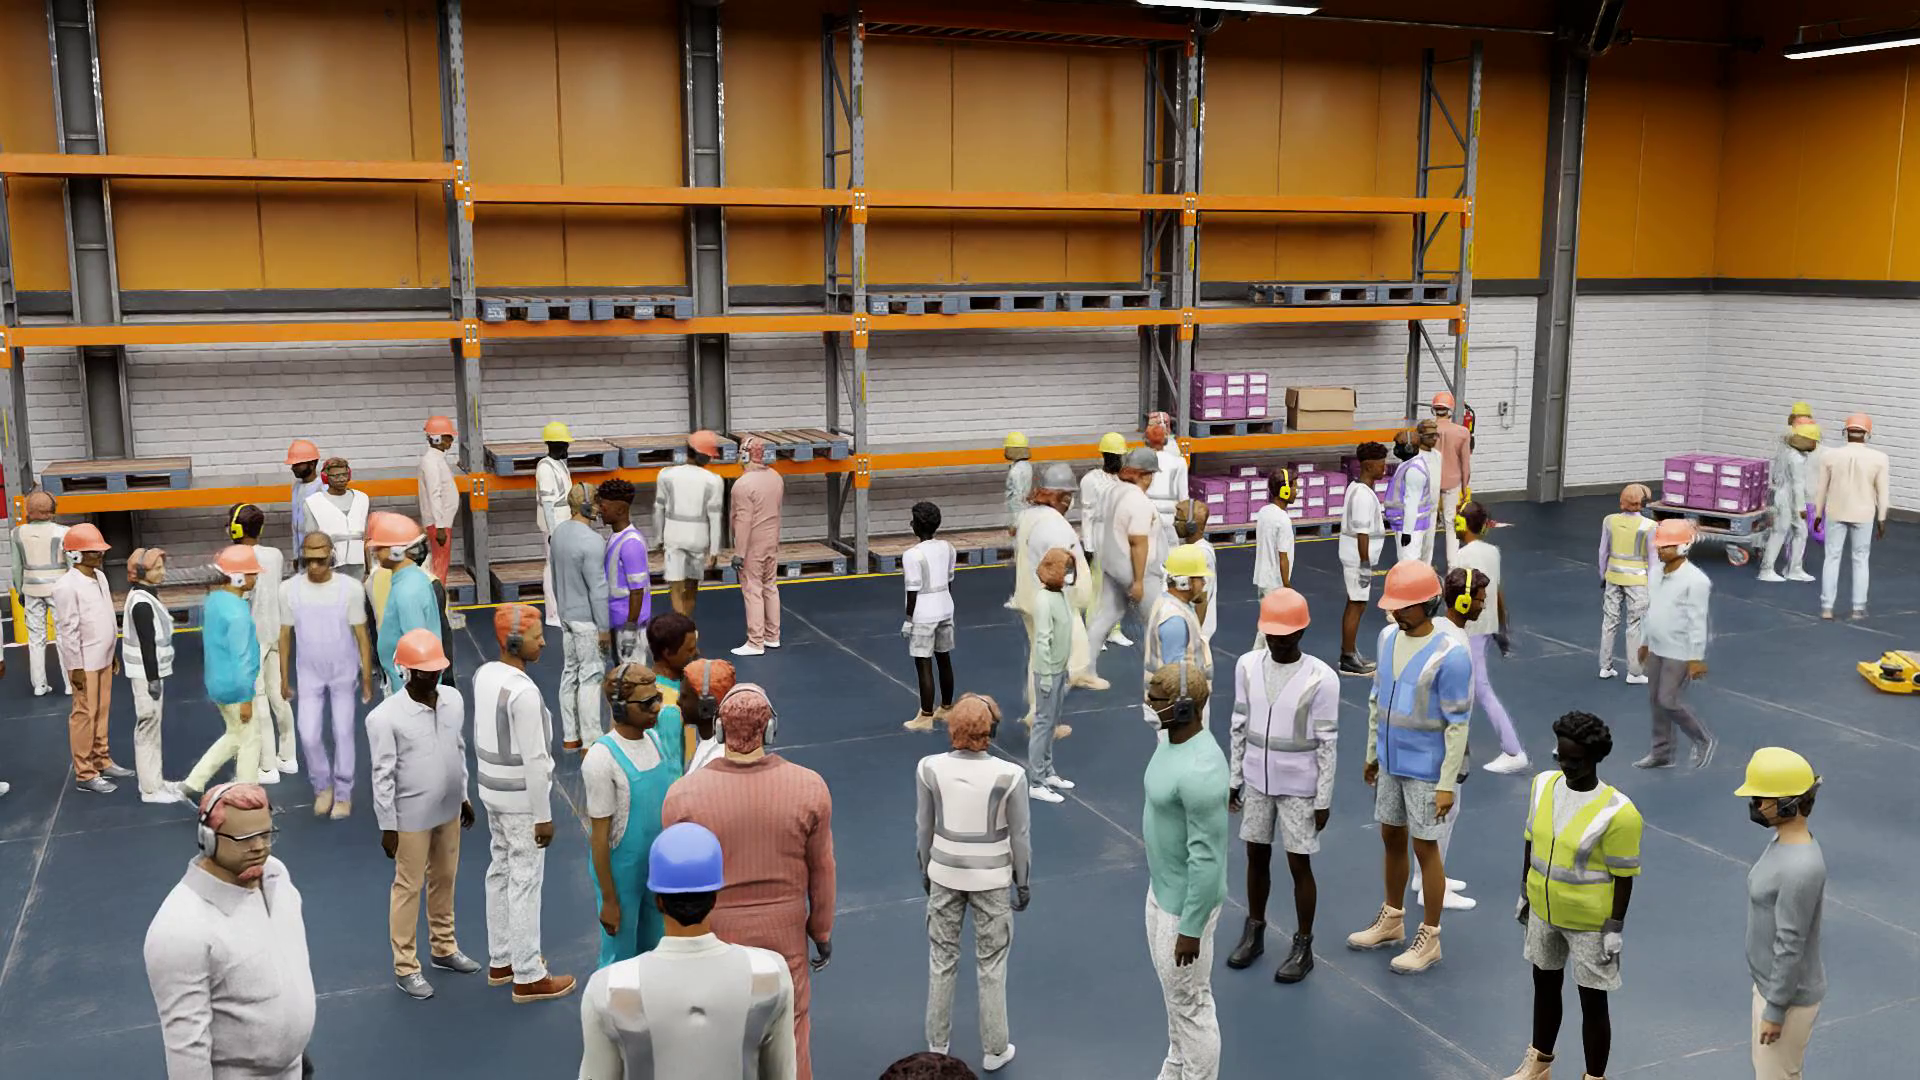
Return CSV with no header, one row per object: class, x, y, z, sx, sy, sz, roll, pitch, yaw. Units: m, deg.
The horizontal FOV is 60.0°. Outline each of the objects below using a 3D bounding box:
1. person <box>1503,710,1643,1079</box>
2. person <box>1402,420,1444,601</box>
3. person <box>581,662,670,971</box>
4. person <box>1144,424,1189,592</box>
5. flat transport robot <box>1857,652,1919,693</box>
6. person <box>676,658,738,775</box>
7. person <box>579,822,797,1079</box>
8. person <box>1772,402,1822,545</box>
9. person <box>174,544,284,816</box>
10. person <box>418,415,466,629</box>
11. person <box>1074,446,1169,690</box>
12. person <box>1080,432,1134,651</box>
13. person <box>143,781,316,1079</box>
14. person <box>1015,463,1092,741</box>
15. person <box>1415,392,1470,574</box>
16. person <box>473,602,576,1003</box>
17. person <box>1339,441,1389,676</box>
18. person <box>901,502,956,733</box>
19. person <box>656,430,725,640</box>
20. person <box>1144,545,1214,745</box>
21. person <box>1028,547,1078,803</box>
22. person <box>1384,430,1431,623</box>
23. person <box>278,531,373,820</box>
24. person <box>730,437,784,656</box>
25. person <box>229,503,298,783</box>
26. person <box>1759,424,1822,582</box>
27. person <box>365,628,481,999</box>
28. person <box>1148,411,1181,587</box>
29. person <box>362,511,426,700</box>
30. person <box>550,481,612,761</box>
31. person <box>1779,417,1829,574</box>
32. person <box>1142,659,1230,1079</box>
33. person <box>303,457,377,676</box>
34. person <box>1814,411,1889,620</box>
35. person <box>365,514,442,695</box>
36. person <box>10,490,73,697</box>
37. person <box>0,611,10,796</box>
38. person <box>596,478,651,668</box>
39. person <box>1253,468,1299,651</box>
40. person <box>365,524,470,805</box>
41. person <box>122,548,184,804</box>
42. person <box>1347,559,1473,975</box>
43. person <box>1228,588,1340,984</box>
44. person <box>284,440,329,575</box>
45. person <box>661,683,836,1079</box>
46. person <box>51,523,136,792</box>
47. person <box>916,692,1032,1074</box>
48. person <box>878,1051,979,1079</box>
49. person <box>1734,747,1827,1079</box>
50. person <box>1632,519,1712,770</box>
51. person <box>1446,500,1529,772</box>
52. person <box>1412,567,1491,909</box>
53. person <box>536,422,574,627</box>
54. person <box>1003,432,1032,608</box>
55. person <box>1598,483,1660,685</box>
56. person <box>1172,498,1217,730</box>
person,2.471,1.508,6.718,0.319,1.696,0.533,-6,11,-30
person,4.621,-0.282,16.649,0.524,1.849,0.377,-6,12,-32
person,-1.346,1.405,6.877,0.343,1.847,0.507,3,10,17
person,1.906,-0.182,15.974,0.645,1.858,0.437,2,10,12
flat transport robot,8.068,1.075,13.315,1.431,0.197,0.652,2,10,12
person,-0.987,1.400,6.800,0.359,1.883,0.573,-1,10,-5
person,-0.757,1.744,4.675,0.623,1.934,0.419,-4,11,-21
person,9.962,-0.793,19.868,0.513,1.719,0.622,0,10,1
person,-4.482,0.888,10.183,0.546,1.731,0.591,-8,13,-40
person,-4.837,-0.171,15.533,0.390,1.991,0.623,-3,10,-14
person,1.370,0.196,13.282,1.063,2.000,0.688,-4,10,-20
person,1.322,0.007,14.696,0.587,1.929,0.361,-7,12,-37
person,-2.203,1.671,5.182,0.399,1.905,0.642,1,10,6
person,0.668,0.442,11.864,0.540,2.000,0.698,-3,10,-18
person,5.220,-0.614,18.091,0.613,1.991,0.392,2,10,11
person,-2.078,1.221,7.822,0.338,1.884,0.583,-8,13,-38
person,3.337,0.148,13.816,0.374,1.958,0.599,2,10,9
person,-0.233,0.562,12.161,0.322,1.697,0.533,8,12,38
person,-2.356,0.016,14.543,0.622,1.968,0.921,-1,10,-6
person,1.272,0.927,9.700,0.403,1.827,0.601,1,10,7
person,0.604,0.850,10.690,0.278,1.631,0.505,3,10,17
person,4.235,-0.131,15.784,0.431,1.836,0.618,1,10,8
person,-3.892,0.837,10.207,0.546,1.825,0.431,-3,10,-14
person,-1.801,0.053,14.494,0.405,1.906,0.652,5,11,25
person,-4.642,0.681,10.985,0.309,1.868,0.534,2,10,13
person,8.830,-0.378,17.549,0.672,1.693,0.508,5,11,25
person,-2.525,1.273,7.905,0.334,1.749,0.576,5,11,27
person,2.029,-0.360,16.918,0.401,1.900,0.648,1,10,4
person,-3.847,0.652,11.535,0.521,1.726,0.580,2,10,14
person,-2.593,0.556,11.500,0.355,1.938,0.636,-8,13,-39
person,9.269,-0.492,18.173,0.659,1.718,0.577,-7,12,-33
person,0.865,1.417,6.544,0.358,1.938,0.636,0,10,-2
person,-5.080,0.232,13.632,0.379,1.844,0.570,8,13,38
person,8.514,-0.234,15.910,0.623,1.991,0.403,5,11,28
person,-3.236,0.831,9.758,0.396,1.992,0.622,-3,10,-15
person,-7.178,0.429,13.103,0.517,1.636,0.313,0,10,-1
person,-6.381,0.738,10.514,0.596,1.916,0.372,-4,11,-22
person,-2.324,0.544,11.496,0.365,1.965,0.608,-4,11,-22
person,2.435,0.369,12.827,0.328,1.861,0.503,-2,10,-13
person,-3.373,0.804,10.351,0.621,1.846,0.429,5,11,28
person,-5.165,0.860,10.620,0.313,1.636,0.517,-5,11,-26
person,2.184,1.093,8.129,0.381,2.035,0.615,-5,11,-26
person,1.536,1.170,8.009,0.548,1.929,0.388,8,13,39
person,-5.504,0.107,14.120,0.541,1.929,0.382,7,12,36
person,-0.797,1.477,6.289,0.655,1.906,0.407,-2,10,-14
person,-5.664,0.757,10.875,0.327,1.752,0.561,-1,10,-4
person,0.055,1.466,7.146,0.517,1.632,0.314,3,10,17
person,0.005,1.966,3.473,0.392,1.912,0.589,1,10,7
person,2.925,1.607,5.995,0.341,1.753,0.531,4,11,21
person,4.782,0.712,11.170,0.428,1.736,0.578,-2,10,-11
person,3.512,0.639,11.394,0.585,1.826,0.972,-9,13,-43
person,2.623,1.055,8.883,0.350,1.856,0.521,0,10,-2
person,-3.768,-0.149,15.599,0.366,1.926,0.592,0,10,-3
person,0.569,-0.199,16.426,0.323,1.739,0.489,3,10,15
person,5.434,0.356,13.522,0.307,1.636,0.525,-7,12,-36
person,1.580,0.630,11.346,0.331,1.844,0.520,1,10,7
